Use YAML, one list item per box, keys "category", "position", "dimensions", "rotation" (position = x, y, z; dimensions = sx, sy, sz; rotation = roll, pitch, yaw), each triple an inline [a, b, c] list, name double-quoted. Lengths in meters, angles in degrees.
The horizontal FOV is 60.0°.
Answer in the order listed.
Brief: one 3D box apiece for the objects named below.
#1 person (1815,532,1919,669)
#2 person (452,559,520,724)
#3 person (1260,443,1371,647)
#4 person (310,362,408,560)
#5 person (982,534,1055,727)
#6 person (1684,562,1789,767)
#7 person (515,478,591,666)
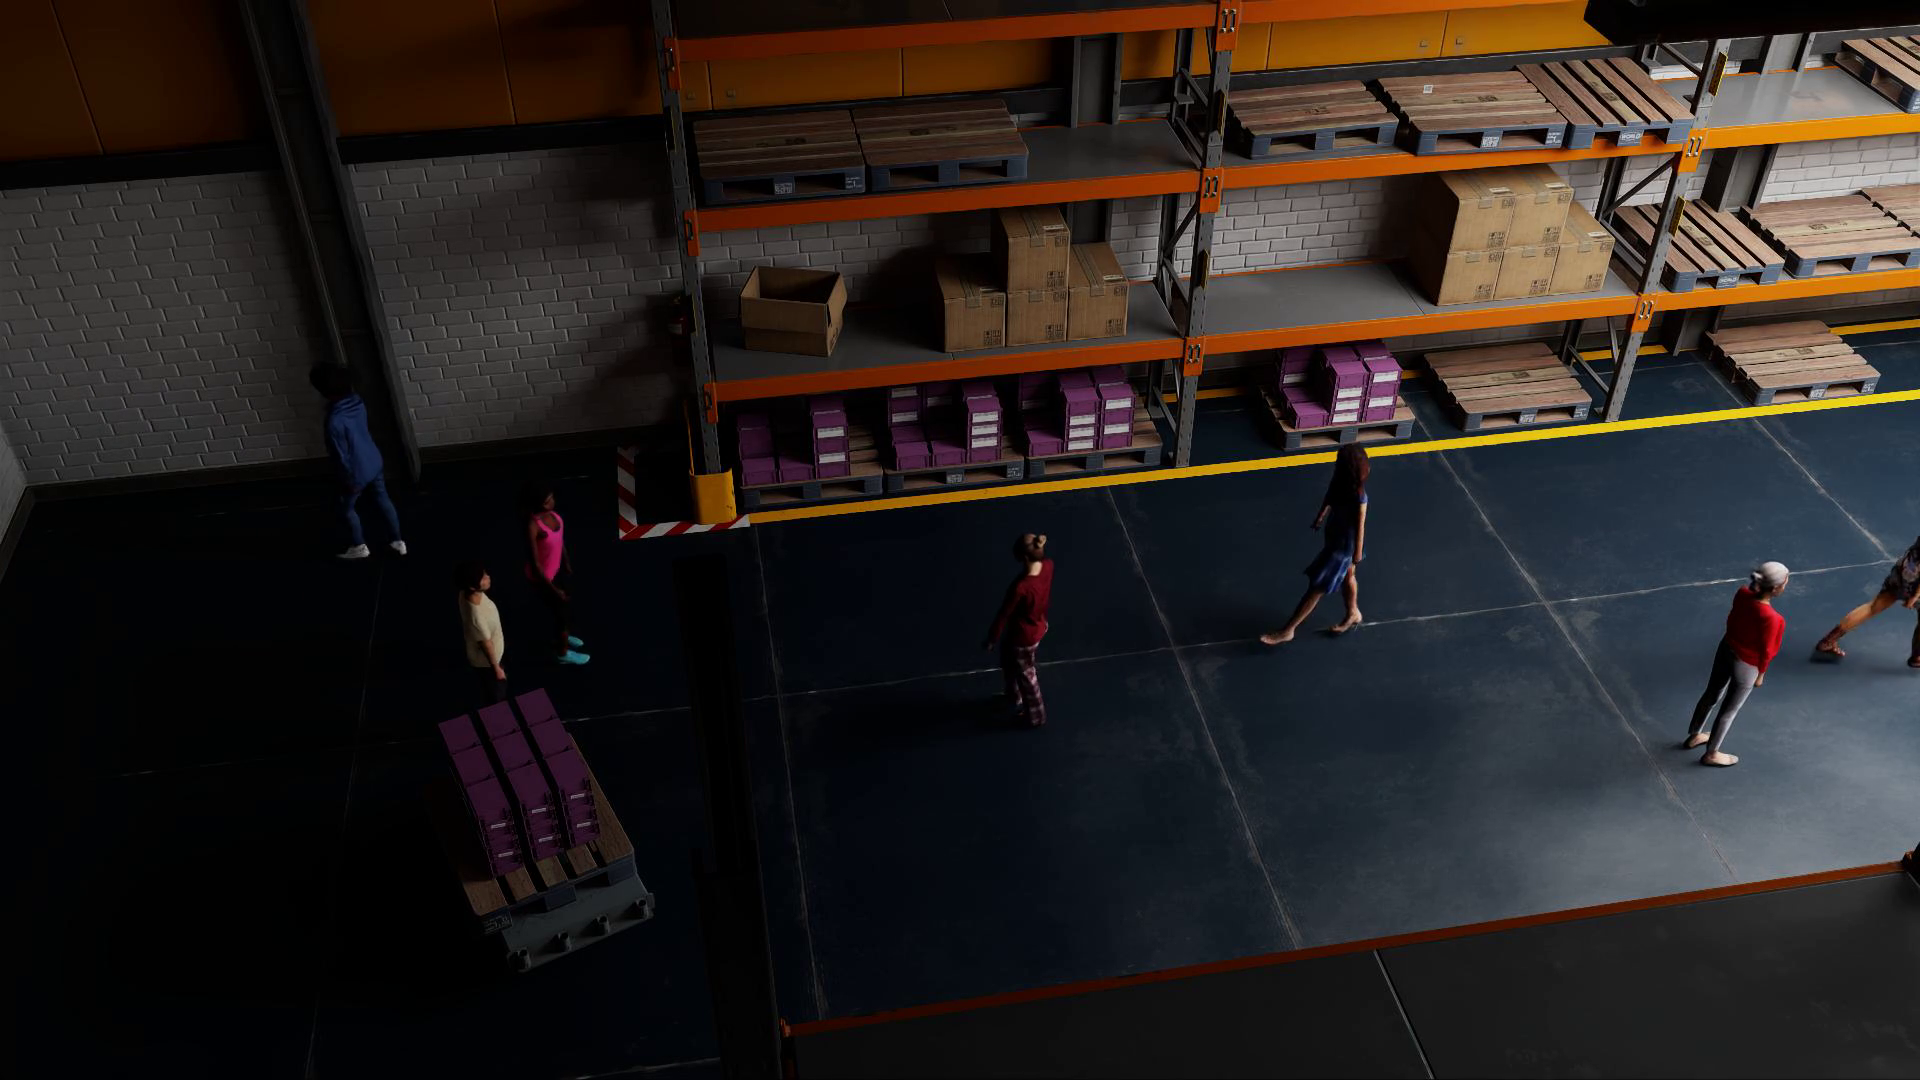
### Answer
- category: "person"
  position: [6.751, 0.275, 11.933]
  dimensions: [1.218, 1.689, 0.816]
  rotation: [3, 39, 4]
- category: "person"
  position: [-3.244, 0.779, 11.385]
  dimensions: [0.528, 1.586, 0.623]
  rotation: [-13, 40, -16]
- category: "person"
  position: [2.848, 0.055, 12.149]
  dimensions: [1.060, 1.763, 0.666]
  rotation: [-5, 39, -6]
- category: "person"
  position: [-4.609, -0.572, 12.910]
  dimensions: [0.895, 1.794, 0.829]
  rotation: [7, 39, 9]
- category: "person"
  position: [0.518, 0.656, 11.458]
  dimensions: [0.846, 1.687, 0.789]
  rotation: [17, 42, 21]
- category: "person"
  position: [5.258, 0.828, 11.233]
  dimensions: [0.556, 1.697, 0.567]
  rotation: [-11, 40, -13]
- category: "person"
  position: [-3.014, 0.260, 11.950]
  dimensions: [0.721, 1.691, 0.691]
  rotation: [3, 39, 4]
